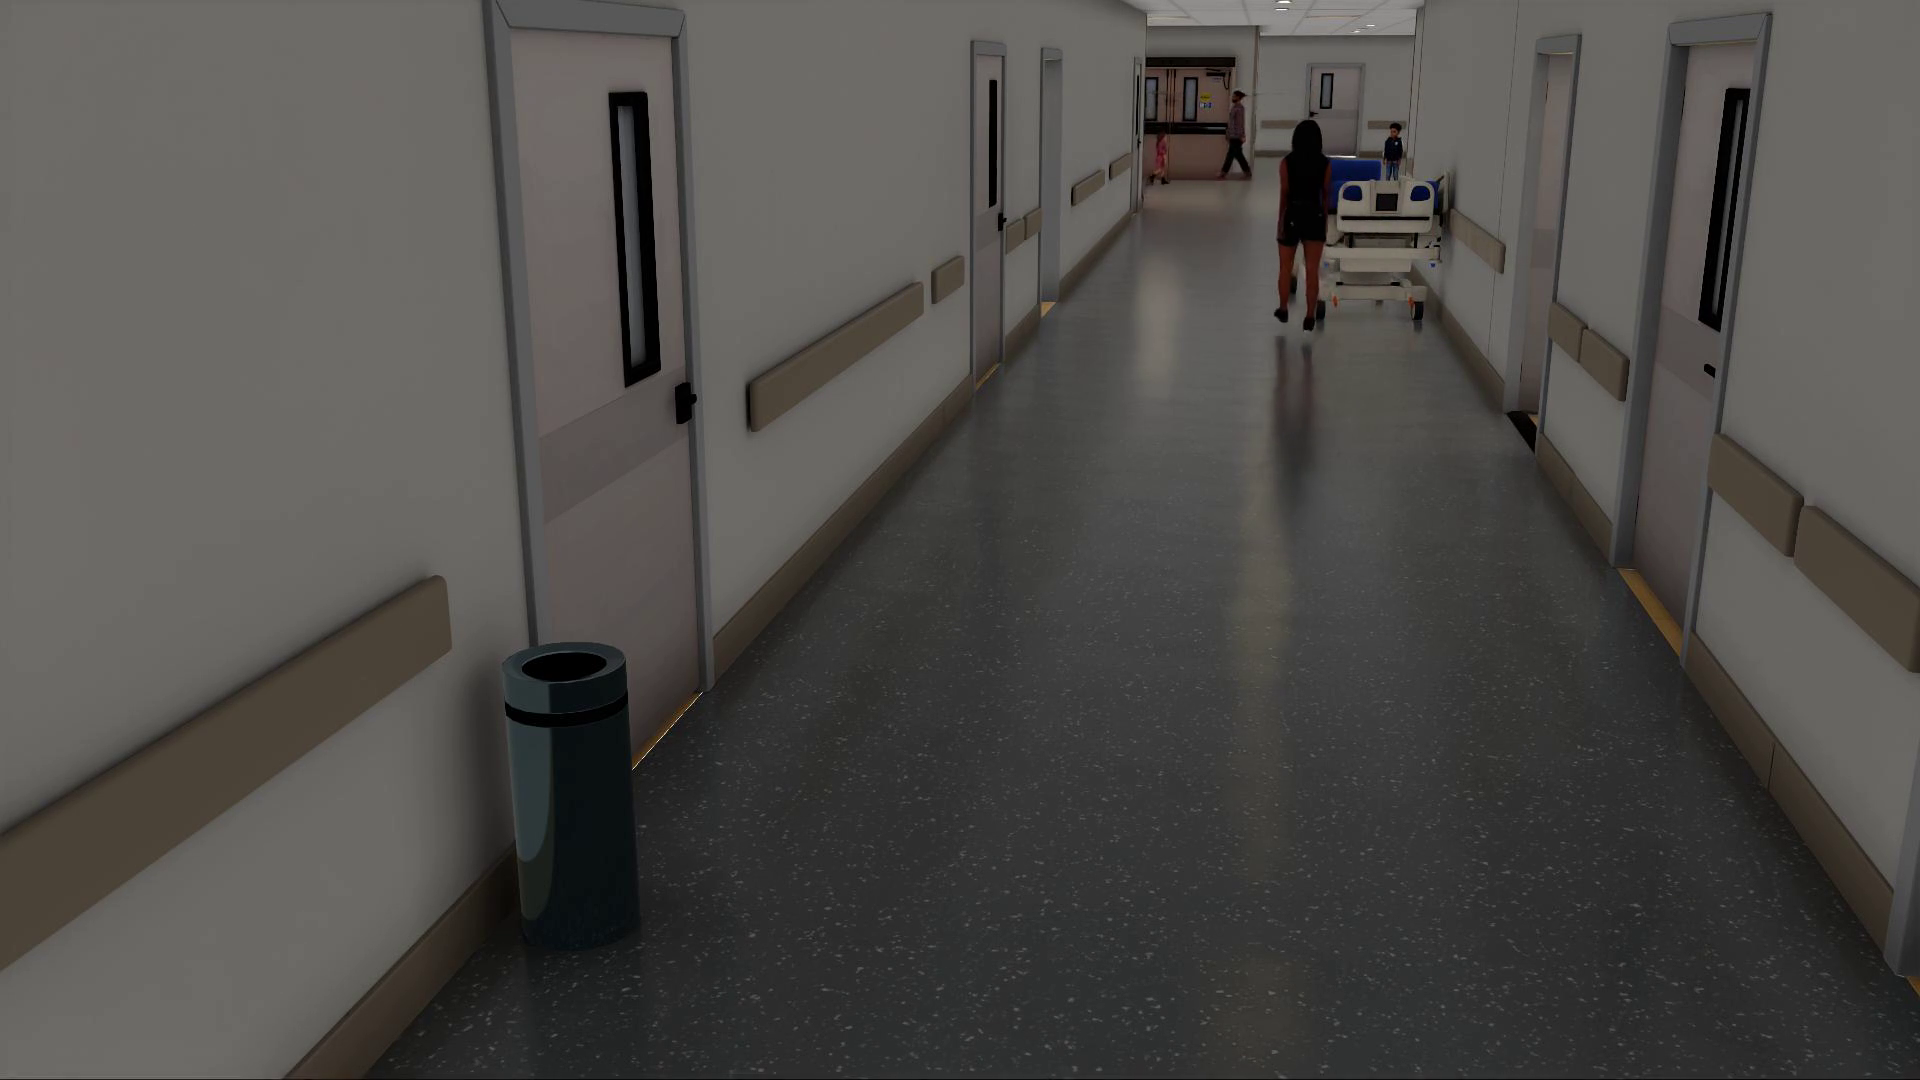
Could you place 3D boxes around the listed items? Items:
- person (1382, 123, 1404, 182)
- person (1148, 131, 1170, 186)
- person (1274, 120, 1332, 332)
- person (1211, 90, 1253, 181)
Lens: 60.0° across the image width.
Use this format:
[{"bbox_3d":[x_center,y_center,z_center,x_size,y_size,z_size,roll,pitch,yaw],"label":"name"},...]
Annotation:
[{"bbox_3d":[7.811,-6.889,29.984,0.541,1.221,0.647,11,19,33],"label":"person"},{"bbox_3d":[3.813,-7.288,31.779,0.754,1.014,0.633,-7,17,-23],"label":"person"},{"bbox_3d":[2.830,-2.516,13.608,1.200,1.689,0.830,0,16,-1],"label":"person"},{"bbox_3d":[5.531,-7.955,32.832,1.217,1.726,0.946,-2,16,-8],"label":"person"}]
